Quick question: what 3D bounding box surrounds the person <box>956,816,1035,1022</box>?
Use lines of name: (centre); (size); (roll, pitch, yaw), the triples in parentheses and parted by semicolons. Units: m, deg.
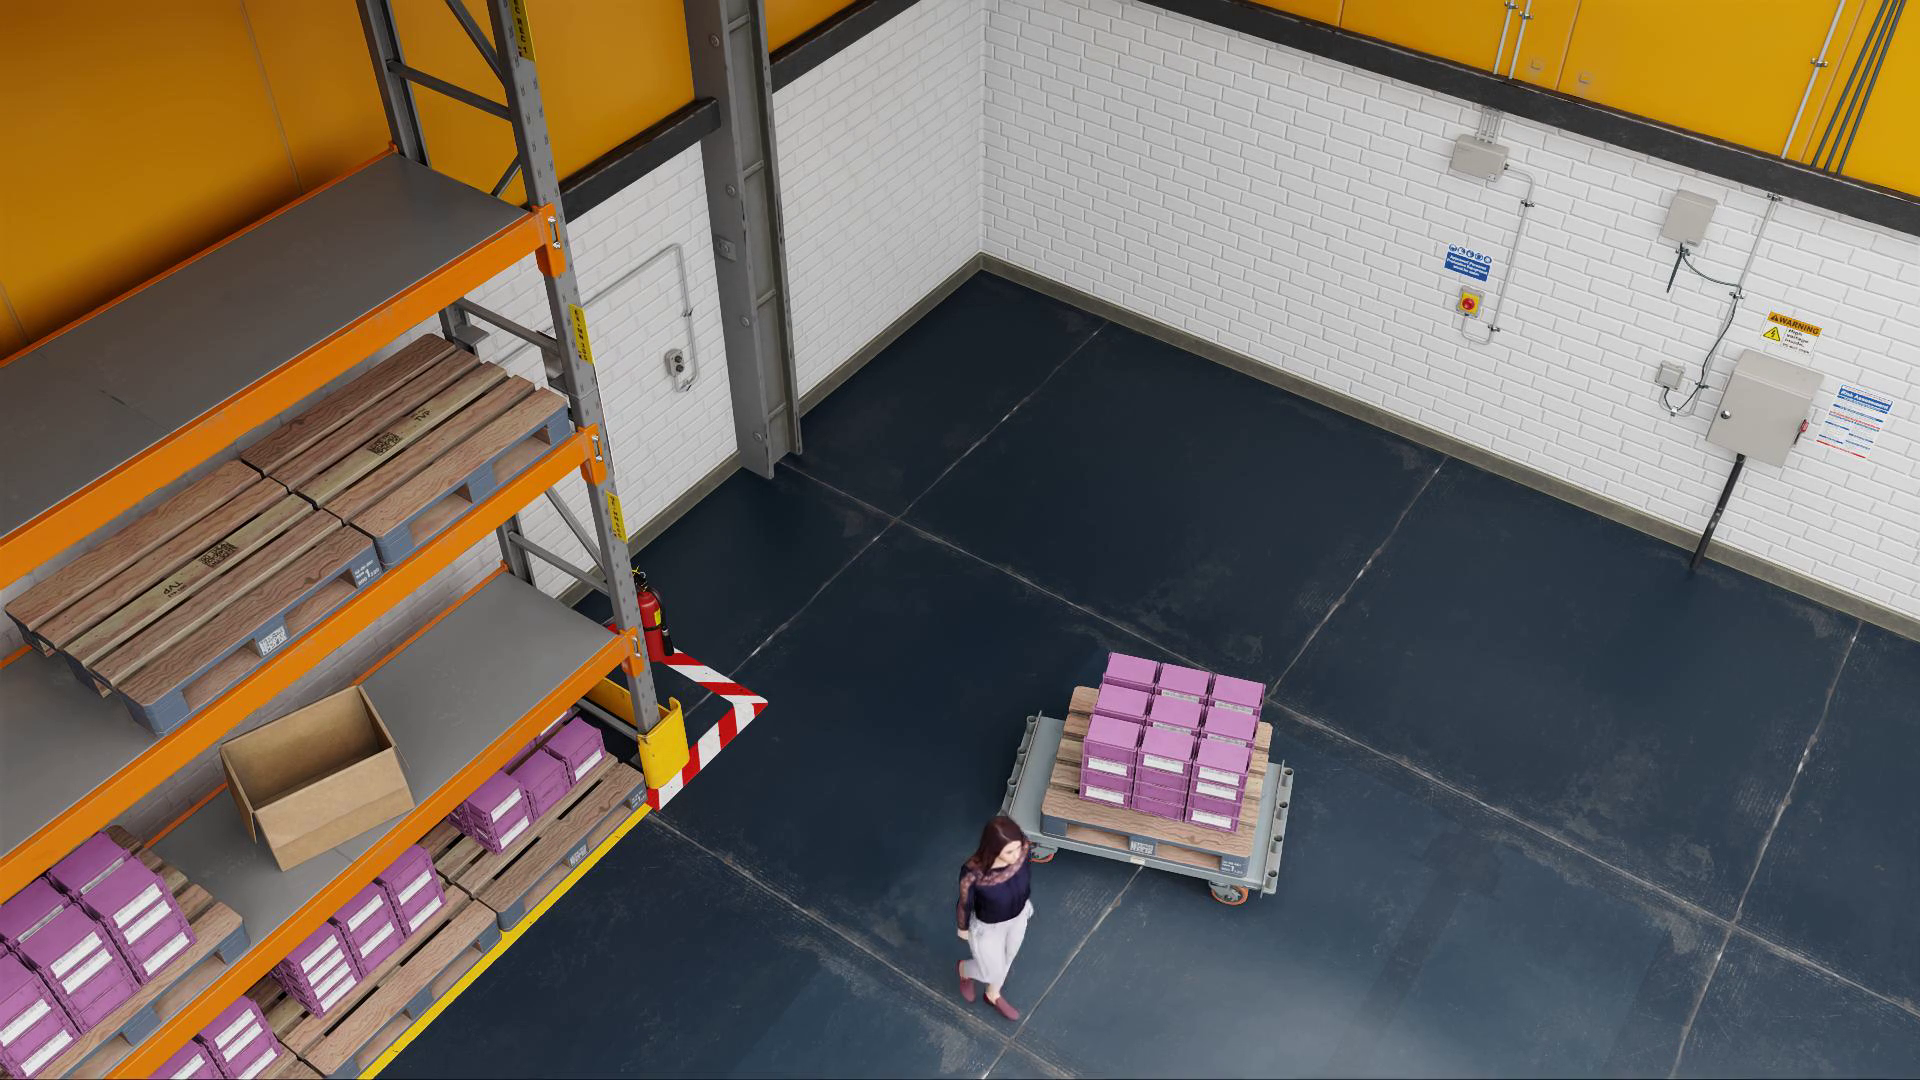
person: (0.160, 1.945, 8.716); (0.653, 1.595, 0.727); (-30, 51, -28)
